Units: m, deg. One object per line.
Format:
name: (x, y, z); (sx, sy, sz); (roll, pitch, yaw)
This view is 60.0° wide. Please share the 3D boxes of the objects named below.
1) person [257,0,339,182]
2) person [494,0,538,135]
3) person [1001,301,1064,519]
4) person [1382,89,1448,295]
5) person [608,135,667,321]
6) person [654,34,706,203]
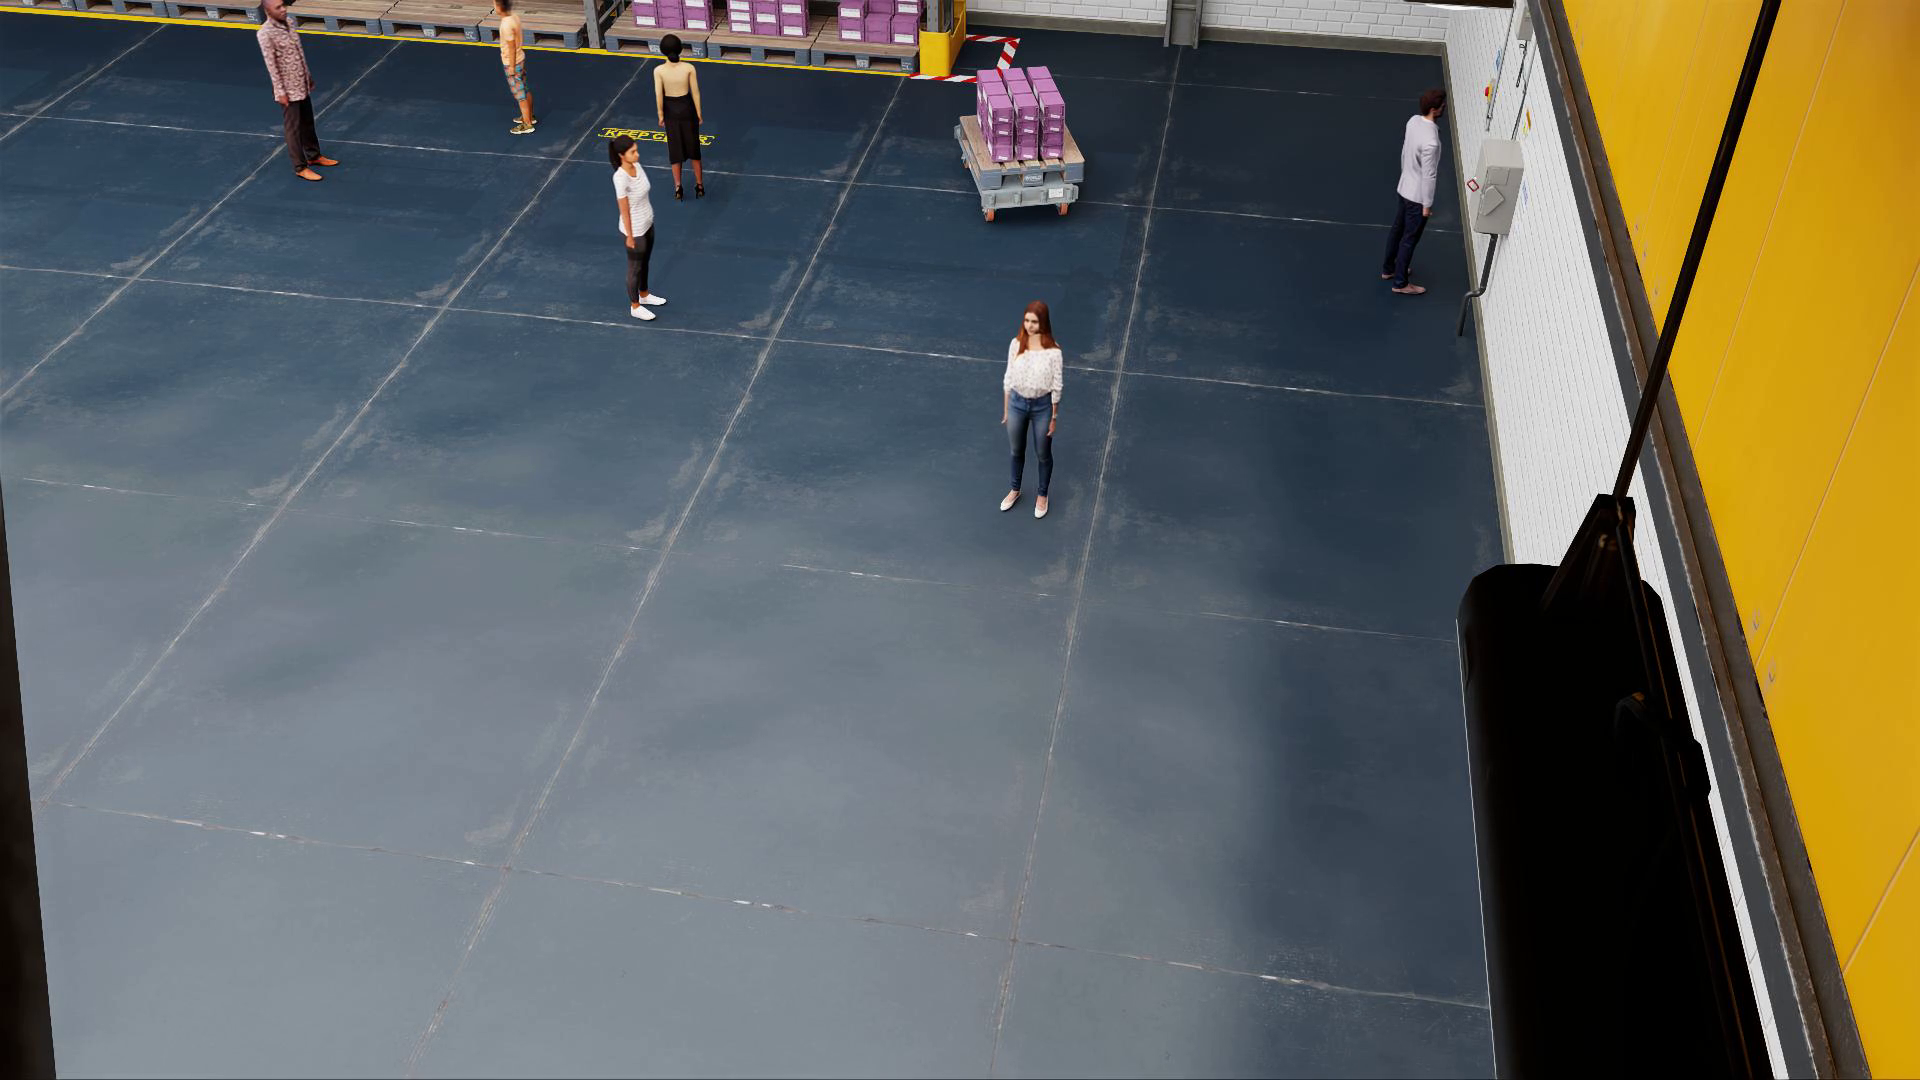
person: (-6.558, -4.462, 16.300); (0.583, 1.807, 0.675); (8, 39, 10)
person: (-4.600, -4.949, 17.188); (0.550, 1.460, 0.574); (-2, 39, -3)
person: (0.517, -0.954, 11.970); (0.503, 1.728, 0.668); (13, 40, 15)
person: (3.974, -3.057, 14.505); (0.686, 1.851, 0.746); (-5, 39, -7)
person: (-2.770, -2.688, 14.207); (0.533, 1.646, 0.575); (8, 39, 10)
person: (-2.673, -4.033, 15.886); (0.586, 1.653, 0.704); (-7, 39, -8)
